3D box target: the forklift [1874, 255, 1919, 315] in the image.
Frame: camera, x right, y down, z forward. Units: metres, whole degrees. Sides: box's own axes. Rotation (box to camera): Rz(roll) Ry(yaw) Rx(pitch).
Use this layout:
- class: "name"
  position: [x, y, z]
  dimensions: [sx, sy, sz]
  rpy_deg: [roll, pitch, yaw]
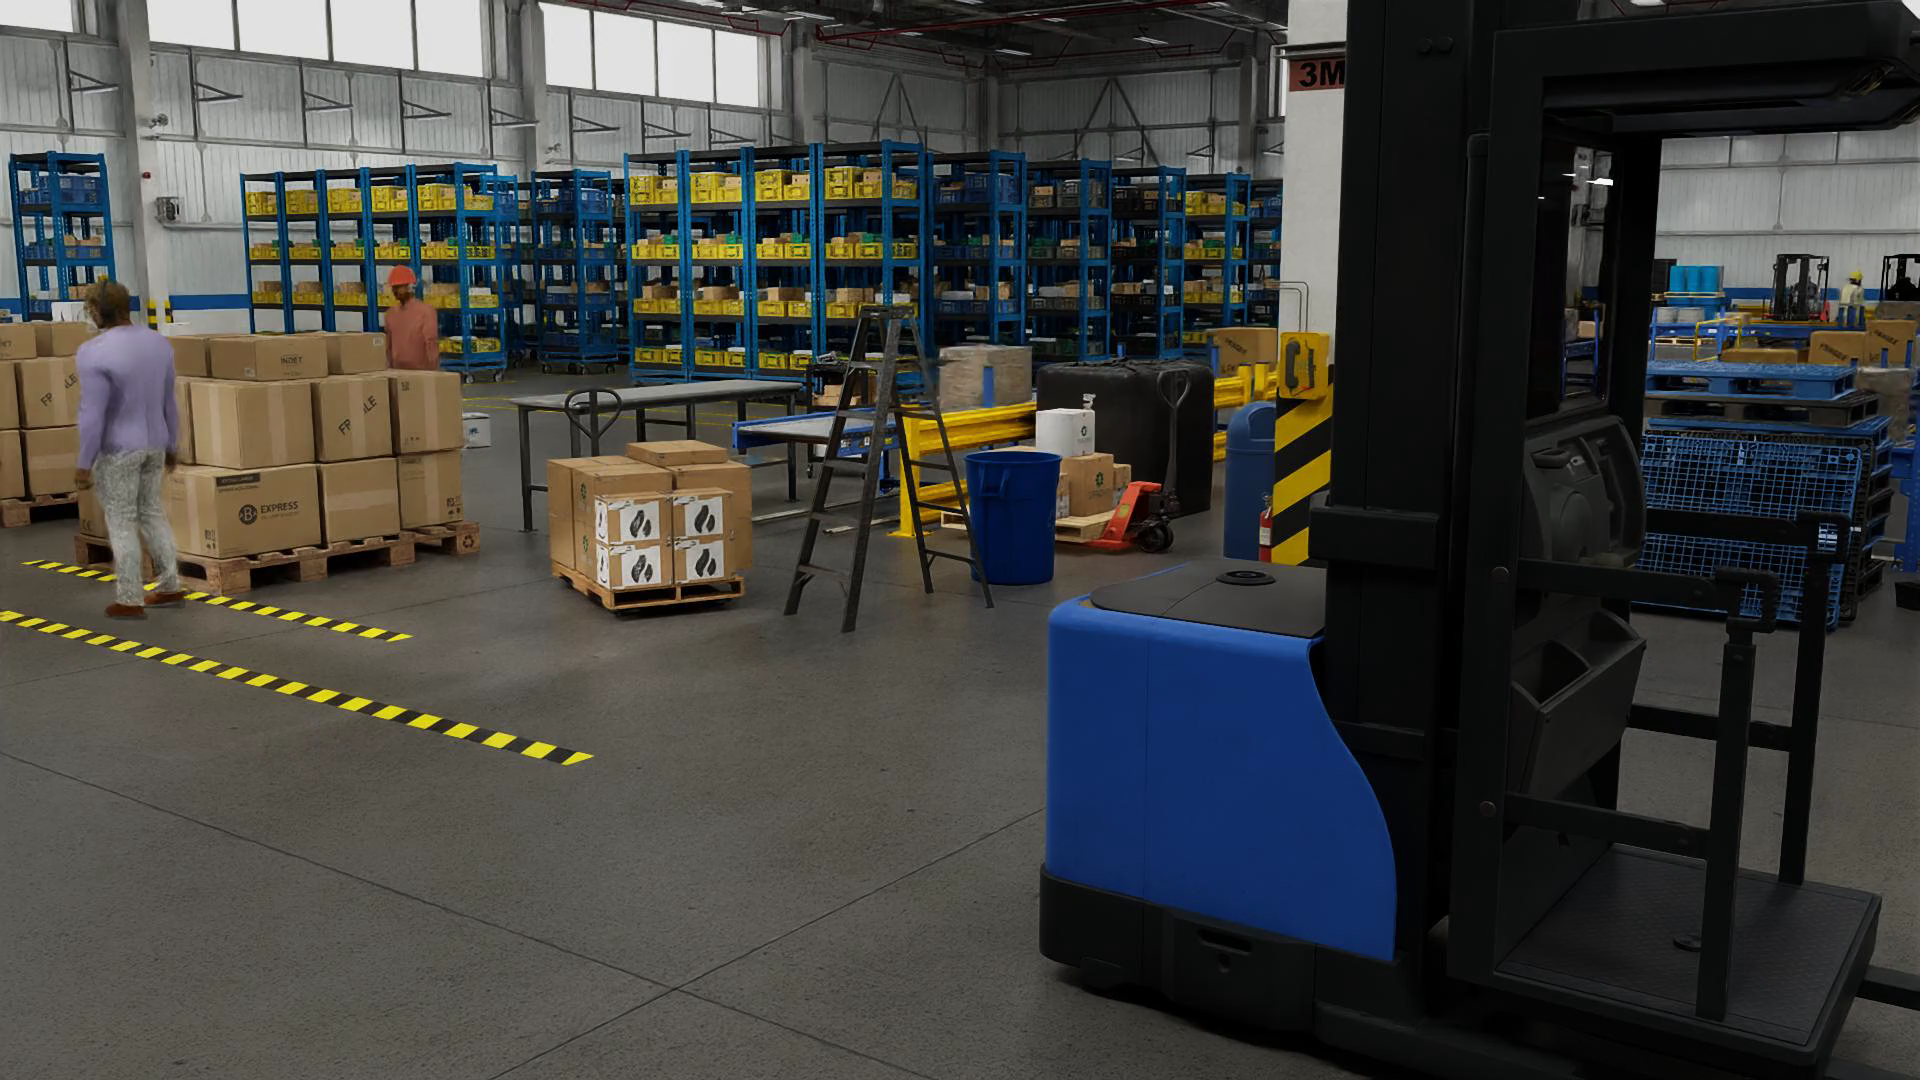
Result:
- class: "forklift"
  position: [22.089, -5.634, 38.796]
  dimensions: [1.157, 1.987, 2.680]
  rpy_deg: [6, 11, 33]

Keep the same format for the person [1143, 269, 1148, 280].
- class: "person"
  position: [4.666, -5.884, 41.694]
  dimensions: [0.589, 1.829, 0.624]
  rpy_deg: [4, 10, 22]

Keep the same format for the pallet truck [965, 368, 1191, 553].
- class: "pallet truck"
  position: [0.845, -0.609, 11.869]
  dimensions: [1.630, 1.274, 0.653]
  rpy_deg: [7, 12, 35]

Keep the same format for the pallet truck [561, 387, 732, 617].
- class: "pallet truck"
  position: [-1.981, -0.274, 10.088]
  dimensions: [0.680, 1.201, 1.601]
  rpy_deg: [-5, 11, -28]

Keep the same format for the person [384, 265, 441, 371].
- class: "person"
  position: [-5.114, -1.572, 15.566]
  dimensions: [0.642, 1.981, 0.575]
  rpy_deg: [4, 10, 23]

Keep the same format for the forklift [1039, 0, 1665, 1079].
- class: "forklift"
  position: [1.249, -0.137, 4.360]
  dimensions: [1.873, 2.768, 1.129]
  rpy_deg: [7, 12, 35]

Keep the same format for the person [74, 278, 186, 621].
- class: "person"
  position: [-4.692, -0.504, 9.372]
  dimensions: [0.415, 1.932, 0.644]
  rpy_deg: [3, 10, 17]

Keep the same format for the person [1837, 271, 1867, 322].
- class: "person"
  position: [18.922, -4.765, 35.110]
  dimensions: [0.741, 1.803, 0.614]
  rpy_deg: [-3, 10, -15]

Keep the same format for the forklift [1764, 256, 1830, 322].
- class: "forklift"
  position: [20.253, -5.854, 40.139]
  dimensions: [1.157, 1.987, 2.680]
  rpy_deg: [7, 12, 35]
